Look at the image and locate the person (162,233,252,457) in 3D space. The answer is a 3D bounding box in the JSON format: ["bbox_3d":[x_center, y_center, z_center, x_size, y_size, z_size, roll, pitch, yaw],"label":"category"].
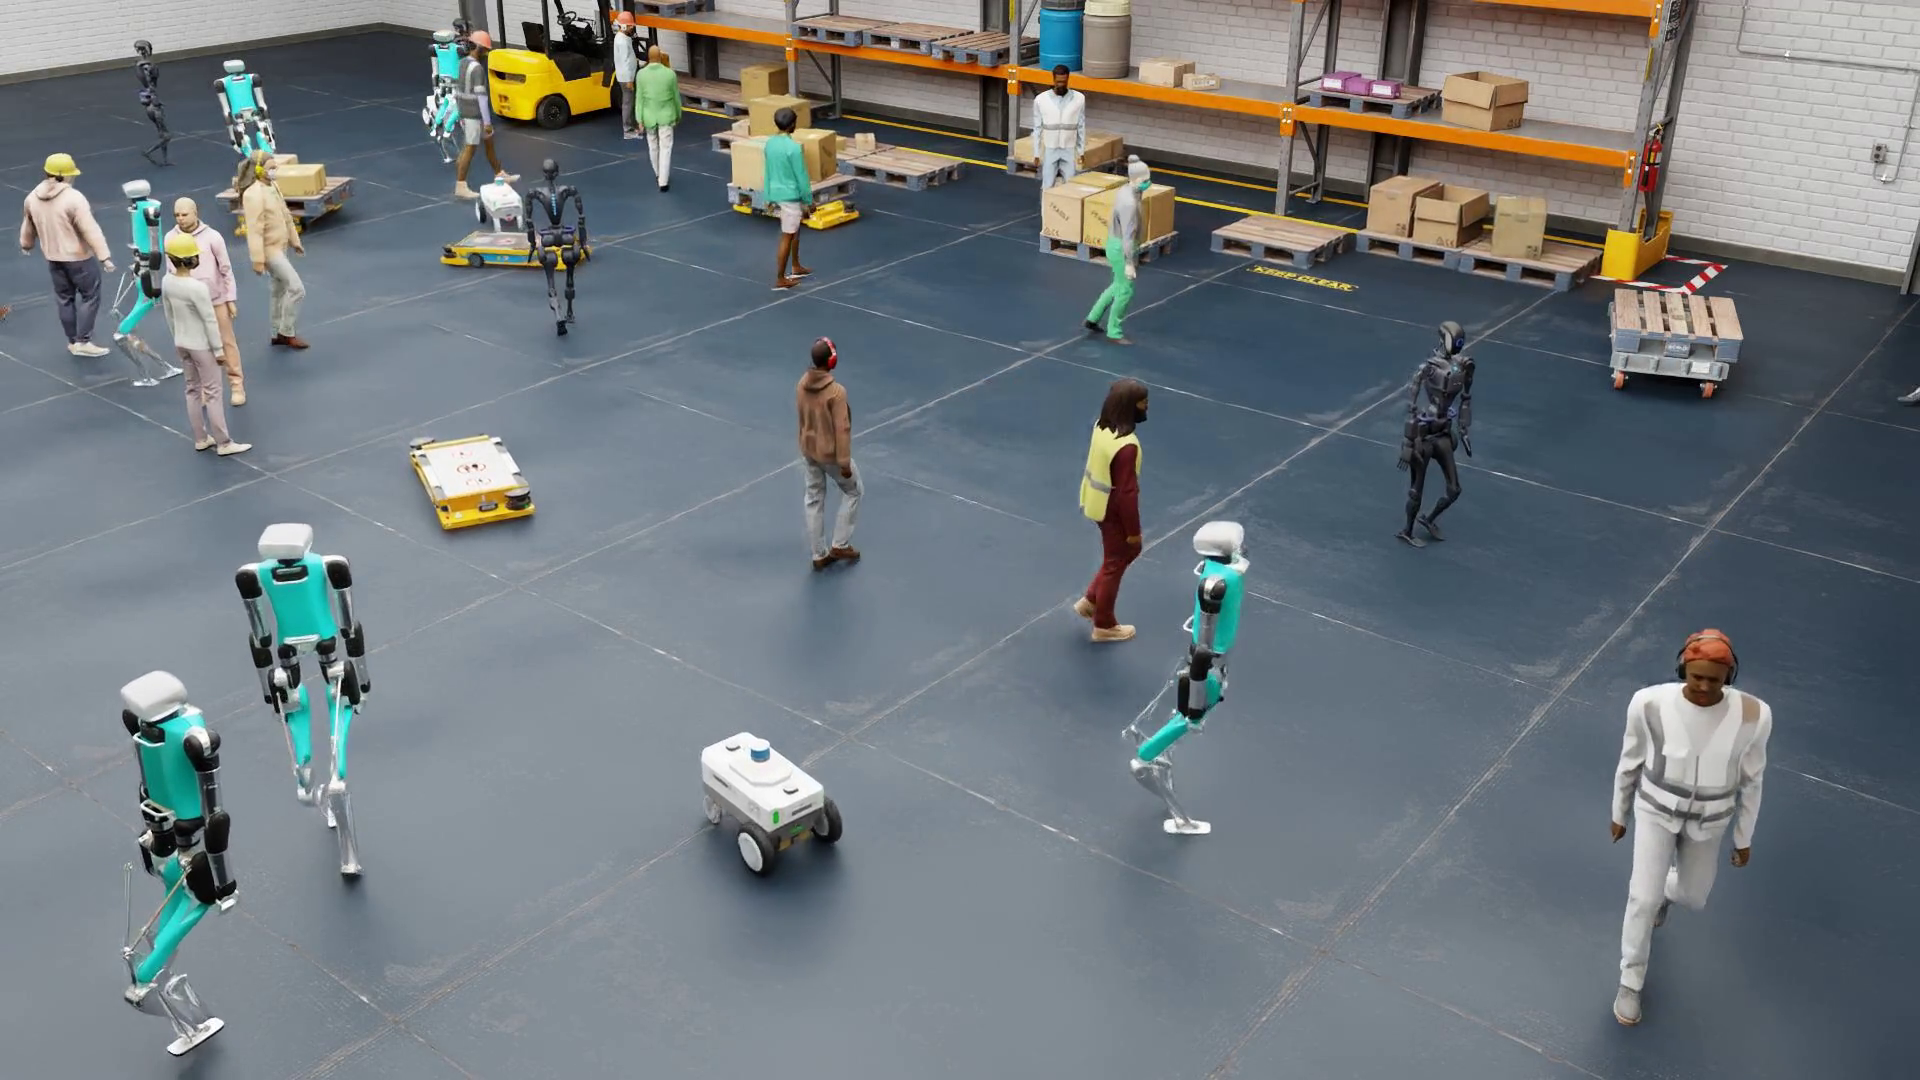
[{"bbox_3d":[-5.938,-1.522,13.000,0.525,1.767,0.329,15,29,28],"label":"person"}]

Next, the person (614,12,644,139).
[{"bbox_3d":[-4.670,-6.542,23.428,0.351,1.739,0.572,-6,26,-12],"label":"person"}]

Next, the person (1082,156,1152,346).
[{"bbox_3d":[1.449,-2.669,15.318,0.600,1.820,0.577,2,26,4],"label":"person"}]

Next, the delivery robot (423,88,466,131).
[{"bbox_3d":[-7.489,-6.275,24.248,0.511,0.605,0.777,-18,31,-32],"label":"delivery robot"}]

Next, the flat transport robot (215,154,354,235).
[{"bbox_3d":[-7.860,-3.825,19.493,0.659,0.231,1.431,2,26,4],"label":"flat transport robot"}]

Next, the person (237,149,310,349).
[{"bbox_3d":[-6.240,-2.649,15.238,0.536,1.857,0.567,-3,26,-5],"label":"person"}]

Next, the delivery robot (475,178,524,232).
[{"bbox_3d":[-5.338,-3.910,19.352,0.499,0.606,0.805,-12,28,-24],"label":"delivery robot"}]

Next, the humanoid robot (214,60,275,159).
[{"bbox_3d":[-8.339,-4.728,19.693,0.549,1.774,0.834,-18,31,-33],"label":"humanoid robot"}]

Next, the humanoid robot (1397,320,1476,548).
[{"bbox_3d":[3.263,-0.721,11.444,0.592,1.644,0.363,-13,29,-25],"label":"humanoid robot"}]

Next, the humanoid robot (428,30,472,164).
[{"bbox_3d":[-6.687,-5.699,21.531,0.533,1.677,0.735,8,27,15],"label":"humanoid robot"}]

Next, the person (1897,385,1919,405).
[{"bbox_3d":[8.278,-1.907,13.733,0.705,1.812,0.574,-2,26,-3],"label":"person"}]

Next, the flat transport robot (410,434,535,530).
[{"bbox_3d":[-3.698,-0.471,12.547,0.659,0.231,1.431,-12,28,-23],"label":"flat transport robot"}]

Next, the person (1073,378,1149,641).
[{"bbox_3d":[0.960,-0.160,10.185,0.444,1.757,0.498,-4,26,-7],"label":"person"}]

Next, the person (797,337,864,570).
[{"bbox_3d":[-0.866,-0.591,11.205,0.497,1.633,0.470,19,31,34],"label":"person"}]

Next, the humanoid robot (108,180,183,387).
[{"bbox_3d":[-7.195,-2.181,14.398,0.756,1.778,0.552,-19,31,-33],"label":"humanoid robot"}]

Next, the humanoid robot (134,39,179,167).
[{"bbox_3d":[-10.633,-5.712,21.787,0.451,1.645,0.614,-12,28,-24],"label":"humanoid robot"}]

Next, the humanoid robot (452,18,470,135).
[{"bbox_3d":[-6.942,-6.493,23.402,0.404,1.643,0.590,-6,26,-11],"label":"humanoid robot"}]

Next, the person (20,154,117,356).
[{"bbox_3d":[-8.136,-2.565,15.079,0.981,1.846,0.443,5,26,11],"label":"person"}]

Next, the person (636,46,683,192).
[{"bbox_3d":[-3.755,-5.317,20.894,0.544,1.739,0.921,1,26,1],"label":"person"}]

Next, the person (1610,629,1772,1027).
[{"bbox_3d":[3.156,1.180,7.296,0.584,1.859,0.753,8,27,16],"label":"person"}]

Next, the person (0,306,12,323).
[{"bbox_3d":[-9.688,-2.899,15.720,0.979,1.890,0.640,-8,27,-15],"label":"person"}]

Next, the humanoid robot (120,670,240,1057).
[{"bbox_3d":[-3.348,1.478,6.886,0.539,1.835,0.752,16,30,30],"label":"humanoid robot"}]

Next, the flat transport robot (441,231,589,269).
[{"bbox_3d":[-4.838,-3.143,18.080,1.431,0.231,0.659,4,26,8],"label":"flat transport robot"}]

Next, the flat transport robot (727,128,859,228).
[{"bbox_3d":[-1.963,-3.957,19.766,1.431,0.231,0.659,18,31,33],"label":"flat transport robot"}]

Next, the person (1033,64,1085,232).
[{"bbox_3d":[1.120,-4.423,18.851,0.595,1.909,0.410,-3,26,-6],"label":"person"}]

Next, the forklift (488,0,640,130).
[{"bbox_3d":[-5.874,-7.334,24.552,1.214,2.155,2.313,19,32,34],"label":"forklift"}]

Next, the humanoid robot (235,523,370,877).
[{"bbox_3d":[-3.182,0.862,8.144,0.531,1.796,0.946,-5,26,-11],"label":"humanoid robot"}]

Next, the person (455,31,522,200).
[{"bbox_3d":[-5.888,-5.236,20.475,1.018,1.951,0.714,-15,29,-28],"label":"person"}]

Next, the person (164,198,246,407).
[{"bbox_3d":[-6.338,-2.002,13.973,0.525,1.784,0.407,-3,26,-5],"label":"person"}]

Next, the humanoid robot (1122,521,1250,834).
[{"bbox_3d":[1.095,0.760,8.417,0.634,1.874,0.568,12,28,22],"label":"humanoid robot"}]

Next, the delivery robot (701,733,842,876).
[{"bbox_3d":[-0.998,1.312,8.527,0.499,0.597,0.779,-21,33,-36],"label":"delivery robot"}]

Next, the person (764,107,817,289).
[{"bbox_3d":[-1.681,-3.504,17.042,0.744,1.825,0.503,-21,33,-36],"label":"person"}]

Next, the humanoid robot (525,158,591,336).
[{"bbox_3d":[-3.805,-2.782,15.767,0.587,1.648,0.719,-7,27,-15],"label":"humanoid robot"}]
